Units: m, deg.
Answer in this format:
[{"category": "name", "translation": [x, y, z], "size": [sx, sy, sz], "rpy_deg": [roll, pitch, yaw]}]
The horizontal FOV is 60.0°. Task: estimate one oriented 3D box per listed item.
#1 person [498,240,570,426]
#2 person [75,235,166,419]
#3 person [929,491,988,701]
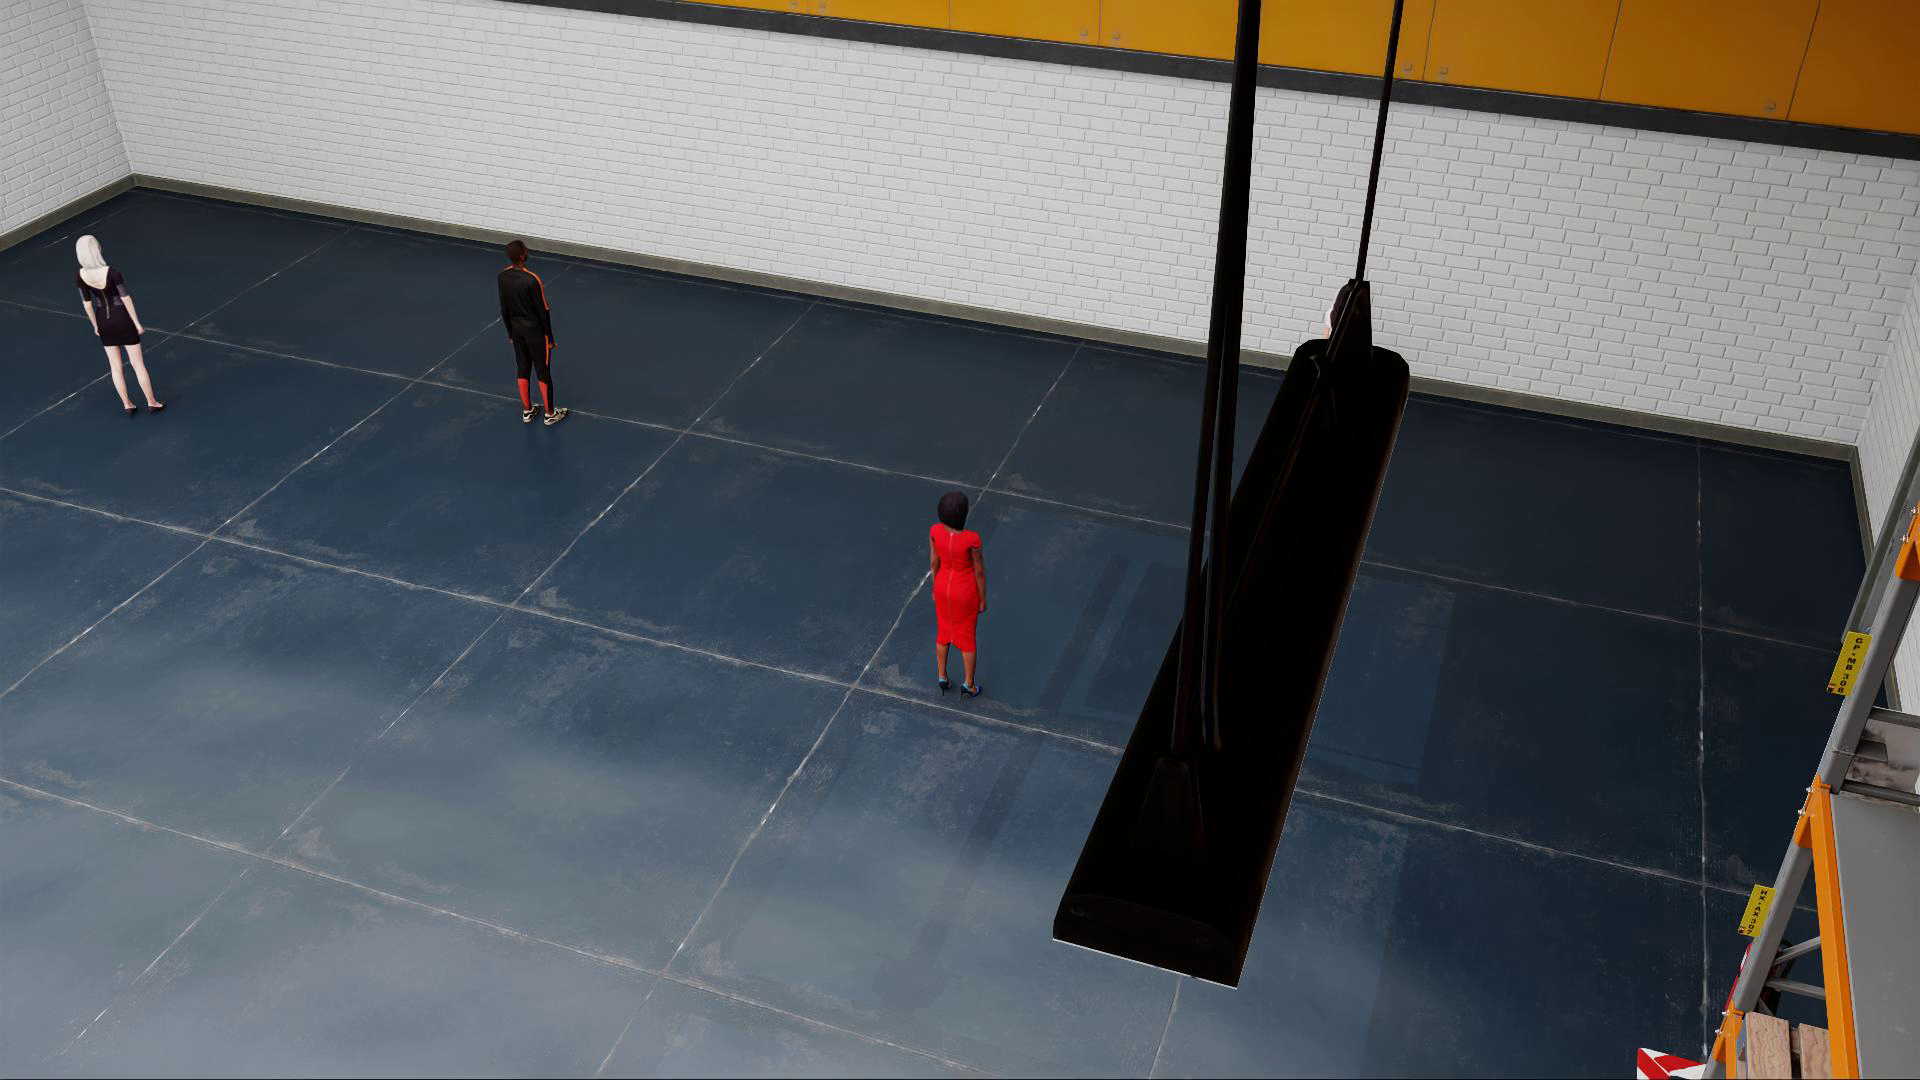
[{"category": "person", "translation": [-4.011, -1.937, 15.458], "size": [0.617, 1.807, 0.517], "rpy_deg": [11, 35, 16]}, {"category": "person", "translation": [-7.879, -1.992, 15.522], "size": [0.651, 1.829, 0.637], "rpy_deg": [-3, 34, -4]}, {"category": "person", "translation": [-0.027, 0.405, 11.993], "size": [0.587, 1.743, 0.524], "rpy_deg": [15, 37, 22]}]
